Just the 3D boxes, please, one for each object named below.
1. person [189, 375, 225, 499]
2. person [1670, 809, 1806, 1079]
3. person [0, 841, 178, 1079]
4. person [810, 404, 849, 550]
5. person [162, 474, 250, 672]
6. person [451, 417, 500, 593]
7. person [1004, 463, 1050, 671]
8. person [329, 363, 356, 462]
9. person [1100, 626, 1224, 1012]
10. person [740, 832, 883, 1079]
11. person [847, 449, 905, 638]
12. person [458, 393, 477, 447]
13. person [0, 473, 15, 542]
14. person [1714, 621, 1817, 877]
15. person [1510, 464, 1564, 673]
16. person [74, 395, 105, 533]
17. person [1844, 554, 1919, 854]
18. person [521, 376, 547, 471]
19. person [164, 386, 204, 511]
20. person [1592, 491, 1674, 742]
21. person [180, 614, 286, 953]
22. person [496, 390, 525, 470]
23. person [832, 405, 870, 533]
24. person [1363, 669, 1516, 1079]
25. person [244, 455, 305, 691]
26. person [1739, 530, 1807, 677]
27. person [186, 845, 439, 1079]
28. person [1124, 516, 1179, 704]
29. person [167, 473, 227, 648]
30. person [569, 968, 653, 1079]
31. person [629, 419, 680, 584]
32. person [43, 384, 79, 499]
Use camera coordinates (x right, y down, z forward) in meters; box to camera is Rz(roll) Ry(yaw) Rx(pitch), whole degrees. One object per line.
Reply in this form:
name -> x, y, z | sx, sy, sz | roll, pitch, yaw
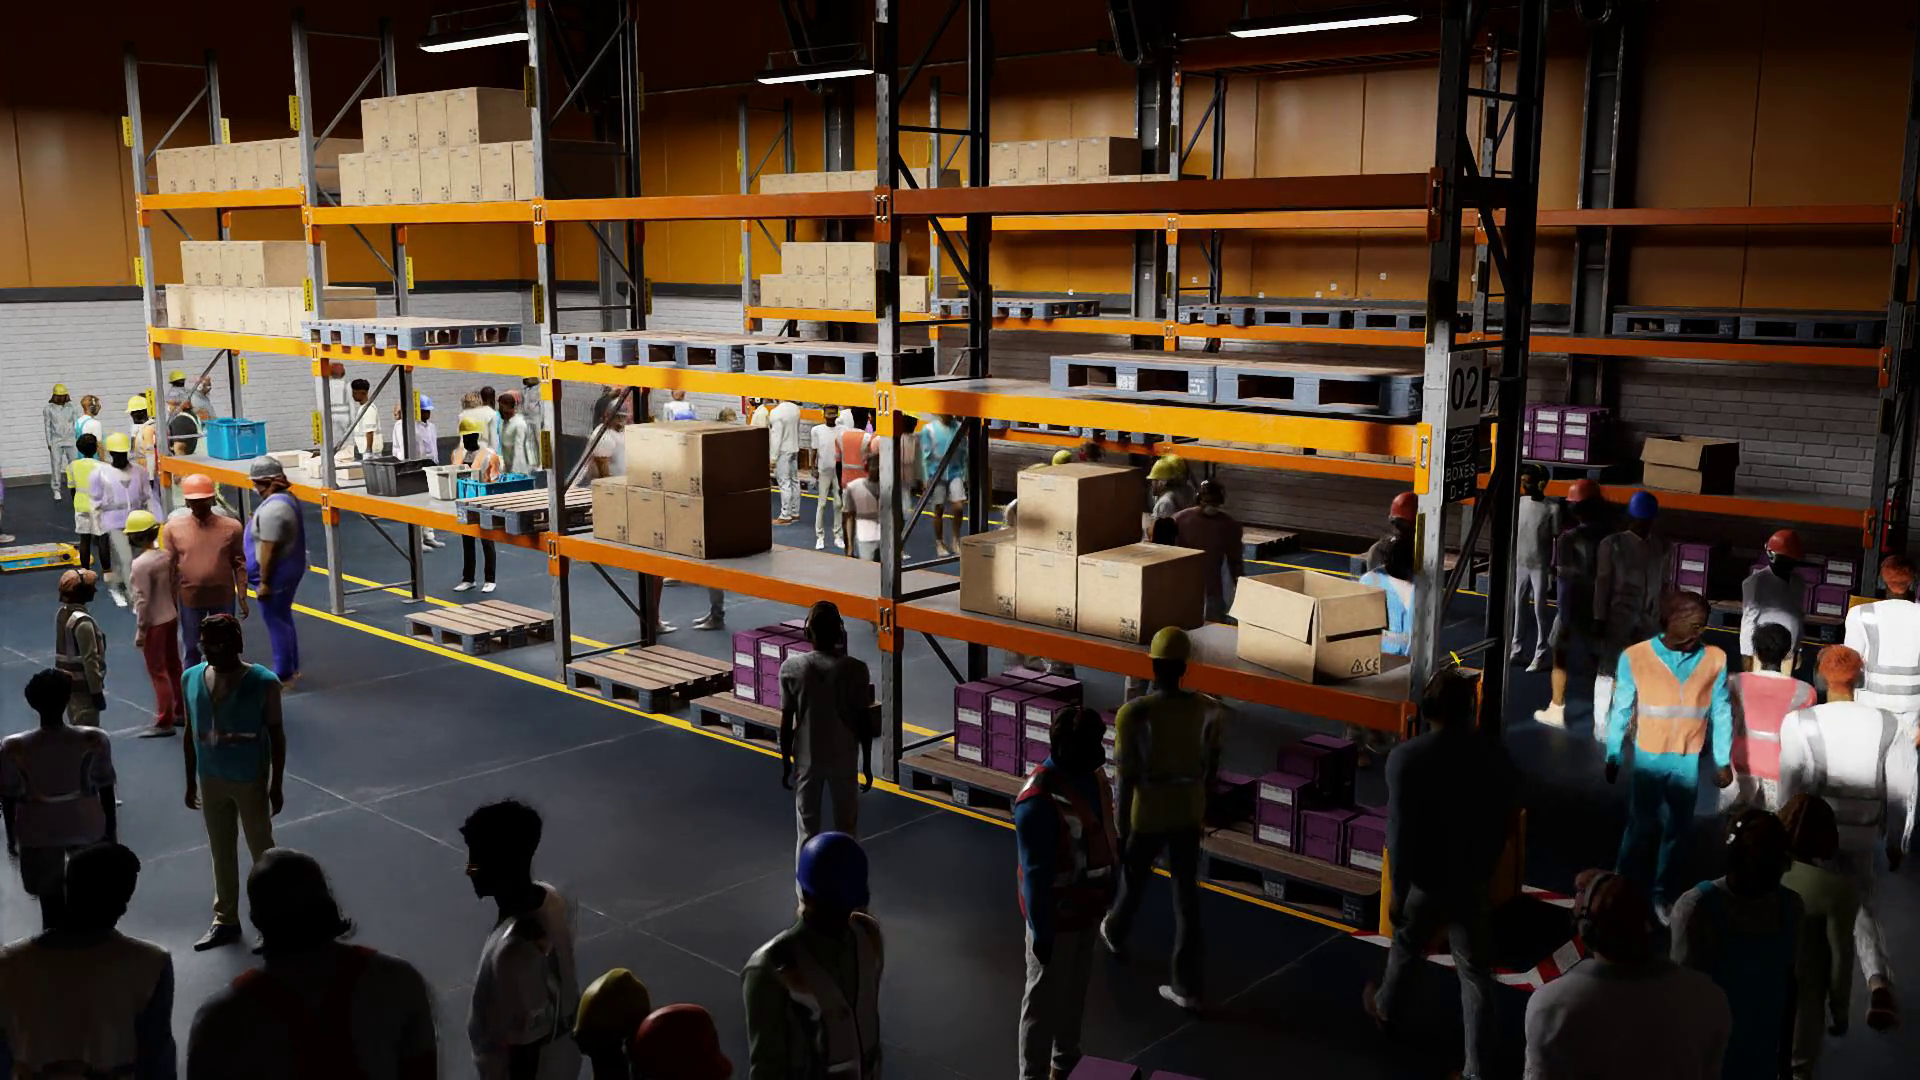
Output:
person -> -11.131, -1.486, 24.523 | 0.401, 1.894, 0.653 | -4, 11, -20
person -> 2.747, 1.830, 5.941 | 0.502, 1.837, 0.341 | -2, 10, -11
person -> -2.868, 1.913, 5.430 | 0.628, 1.855, 0.974 | -2, 10, -12
person -> -1.608, -0.811, 20.777 | 0.532, 1.864, 0.312 | -3, 10, -17
person -> -5.971, 0.463, 13.202 | 0.613, 1.995, 0.390 | -5, 11, -25
person -> -5.303, -0.382, 18.175 | 0.585, 1.927, 0.366 | 2, 10, 13
person -> 0.596, 0.280, 14.546 | 0.640, 1.891, 0.390 | -8, 13, -39
person -> -10.407, -2.046, 27.856 | 0.593, 1.838, 0.976 | 0, 10, 0
person -> 1.017, 1.360, 8.463 | 0.604, 1.870, 0.986 | -2, 10, -13
person -> -0.440, 1.870, 5.398 | 0.402, 1.941, 0.602 | 7, 12, 36
person -> -0.835, 0.000, 16.316 | 0.575, 1.821, 0.766 | -3, 11, -17
person -> -7.141, -1.324, 24.300 | 0.309, 1.645, 0.514 | 2, 10, 12
person -> -12.442, -0.954, 21.208 | 0.610, 1.997, 0.375 | 6, 12, 29
person -> 4.541, 1.296, 9.428 | 0.541, 1.675, 0.741 | 5, 11, 25
person -> 5.091, 0.251, 14.779 | 0.333, 1.864, 0.520 | -7, 12, -33
person -> -11.374, -0.983, 21.821 | 0.503, 1.839, 0.341 | 7, 12, 35
person -> 5.778, 1.022, 10.361 | 0.583, 1.880, 0.337 | 2, 10, 12
person -> -7.210, -2.026, 28.030 | 0.490, 1.732, 0.320 | 5, 11, 27
person -> -9.827, -0.939, 21.000 | 0.539, 2.000, 0.707 | -1, 10, -5
person -> 5.120, 0.584, 12.657 | 0.612, 1.943, 0.400 | -1, 10, -5
person -> -3.893, 1.290, 8.945 | 0.570, 1.845, 0.380 | 1, 10, 8
person -> -6.400, -1.280, 23.786 | 0.575, 1.739, 0.355 | 5, 11, 25
person -> -1.466, -1.070, 21.946 | 0.613, 1.965, 0.361 | -6, 12, -31
person -> 2.189, 1.518, 7.584 | 0.633, 1.864, 1.076 | -1, 10, -7
person -> -5.858, 0.271, 14.156 | 0.539, 2.000, 0.686 | -1, 10, -8
person -> 5.933, 0.782, 12.107 | 0.563, 1.743, 0.345 | -4, 11, -21
person -> -1.956, 1.876, 5.082 | 0.690, 2.000, 1.090 | -6, 11, -29
person -> 1.439, 0.729, 12.182 | 0.630, 1.831, 0.429 | 8, 13, 39
person -> -7.015, 0.235, 15.326 | 0.563, 1.689, 0.931 | -9, 14, -43
person -> -0.967, 2.075, 4.736 | 0.526, 1.768, 0.331 | 1, 10, 4
person -> -3.409, -0.425, 18.536 | 0.580, 1.879, 0.601 | -3, 11, -19
person -> -13.416, -1.474, 24.902 | 0.482, 1.734, 0.339 | -8, 13, -38
